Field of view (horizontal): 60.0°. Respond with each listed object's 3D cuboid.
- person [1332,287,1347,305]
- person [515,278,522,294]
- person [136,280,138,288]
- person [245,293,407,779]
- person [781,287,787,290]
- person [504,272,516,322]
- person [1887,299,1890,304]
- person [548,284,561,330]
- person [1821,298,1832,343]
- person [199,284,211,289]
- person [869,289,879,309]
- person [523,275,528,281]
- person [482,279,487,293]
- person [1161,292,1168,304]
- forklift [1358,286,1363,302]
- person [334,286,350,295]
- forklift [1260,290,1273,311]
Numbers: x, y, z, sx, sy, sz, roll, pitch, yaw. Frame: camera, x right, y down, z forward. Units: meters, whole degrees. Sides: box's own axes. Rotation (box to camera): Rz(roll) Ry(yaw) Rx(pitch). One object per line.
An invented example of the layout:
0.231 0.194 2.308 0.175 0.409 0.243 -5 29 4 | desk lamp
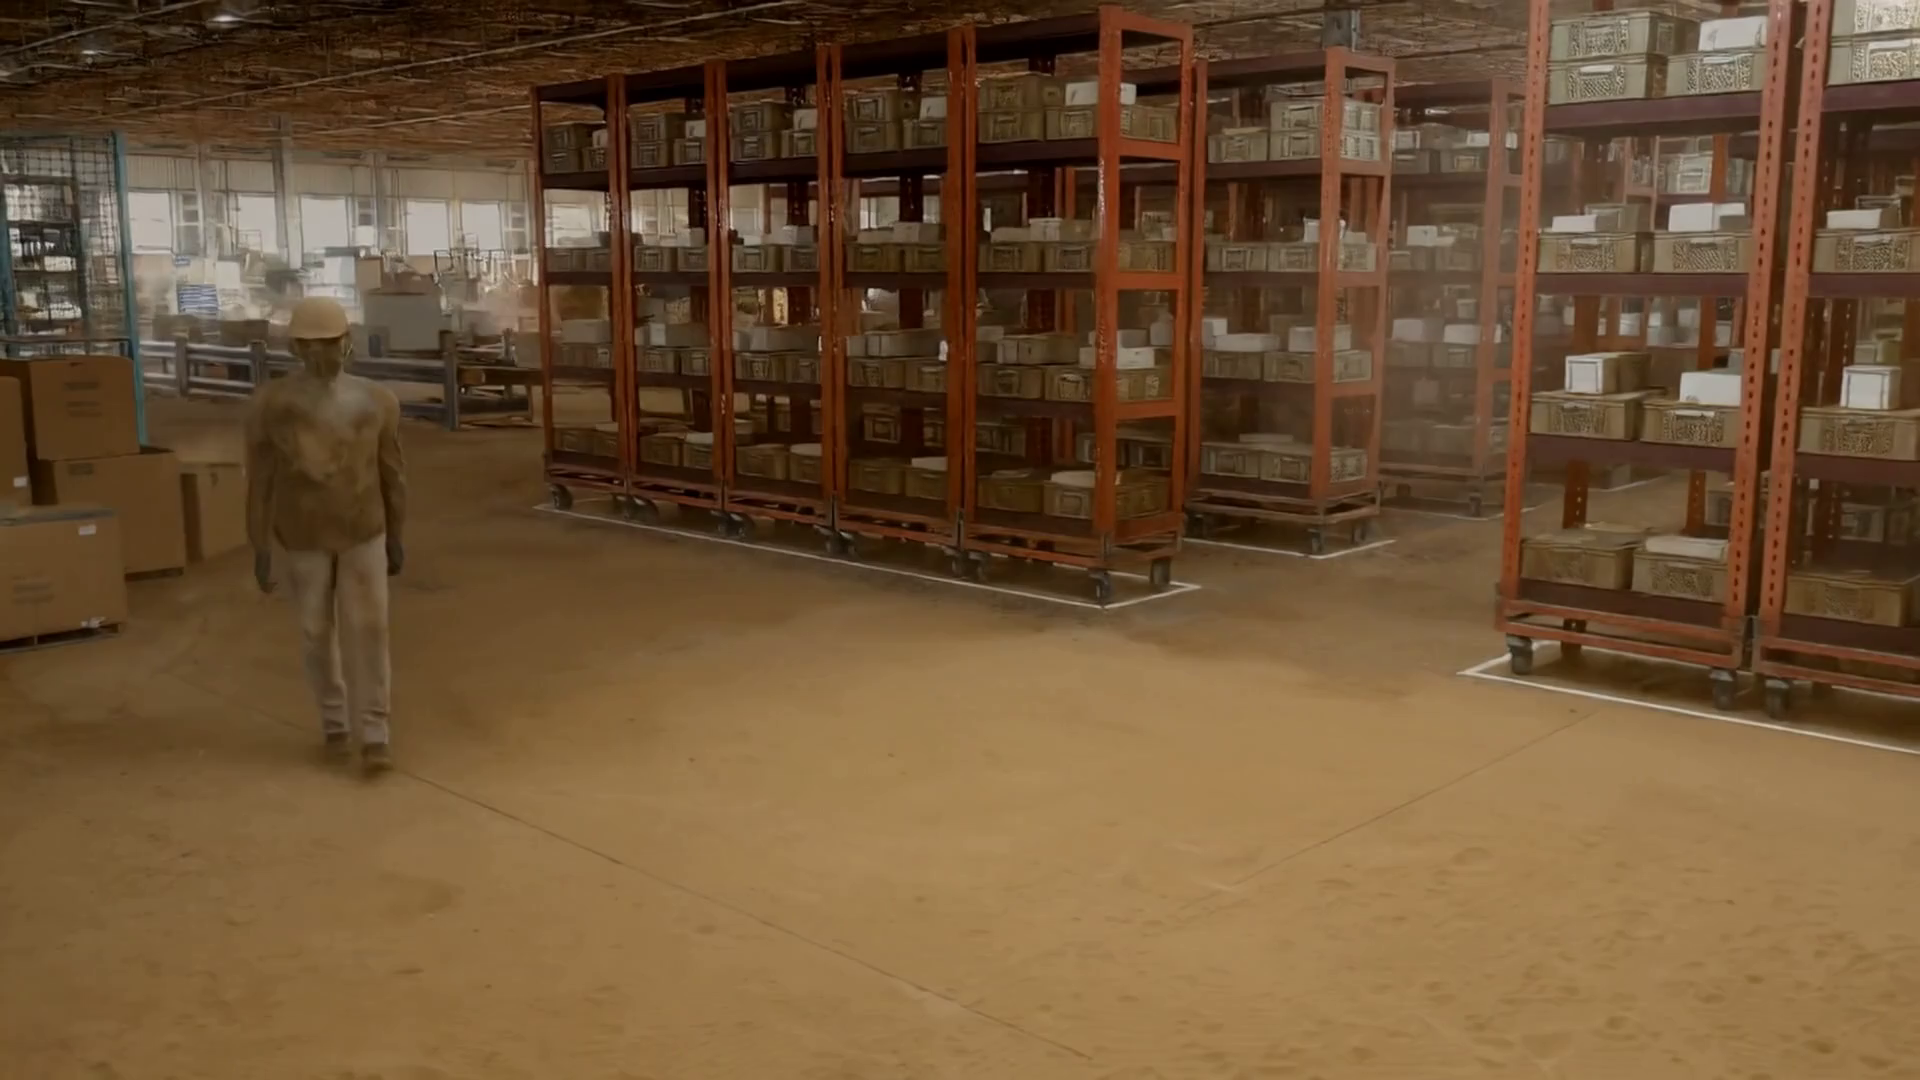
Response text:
5.736 -2.907 24.745 0.644 1.908 0.408 9 13 43 | person
-18.070 -9.867 68.062 0.537 1.696 0.318 9 13 43 | person
-39.665 -11.855 79.635 0.871 1.889 0.619 -4 10 -21 | person
-2.544 0.000 6.731 0.641 1.960 0.823 -4 10 -25 | person
-7.736 -10.979 74.140 0.436 1.956 0.632 -9 13 -43 | person
-16.784 -9.024 62.151 0.631 1.940 0.370 9 13 43 | person
25.110 -6.067 44.543 0.527 1.772 0.305 9 13 43 | person
-10.280 -5.645 41.800 0.918 1.820 0.544 -3 10 -18 | person
22.308 -5.807 42.740 0.593 1.837 0.404 9 13 43 | person
-19.003 -5.646 41.960 0.527 1.772 0.305 9 13 43 | person
-3.154 -8.818 60.880 0.547 1.942 0.351 9 13 43 | person
-24.714 -14.249 94.786 0.488 1.744 0.295 9 13 43 | person
-26.298 -13.781 91.681 0.548 1.817 0.535 8 12 40 | person
6.546 -7.353 52.145 0.620 1.858 1.057 -3 10 -20 | person
11.100 -7.017 46.970 1.873 2.768 1.129 9 13 43 | forklift
-21.577 -8.410 58.076 0.535 2.000 0.709 -6 11 -33 | person
9.526 -7.875 52.226 1.129 2.768 1.873 0 9 -1 | forklift
